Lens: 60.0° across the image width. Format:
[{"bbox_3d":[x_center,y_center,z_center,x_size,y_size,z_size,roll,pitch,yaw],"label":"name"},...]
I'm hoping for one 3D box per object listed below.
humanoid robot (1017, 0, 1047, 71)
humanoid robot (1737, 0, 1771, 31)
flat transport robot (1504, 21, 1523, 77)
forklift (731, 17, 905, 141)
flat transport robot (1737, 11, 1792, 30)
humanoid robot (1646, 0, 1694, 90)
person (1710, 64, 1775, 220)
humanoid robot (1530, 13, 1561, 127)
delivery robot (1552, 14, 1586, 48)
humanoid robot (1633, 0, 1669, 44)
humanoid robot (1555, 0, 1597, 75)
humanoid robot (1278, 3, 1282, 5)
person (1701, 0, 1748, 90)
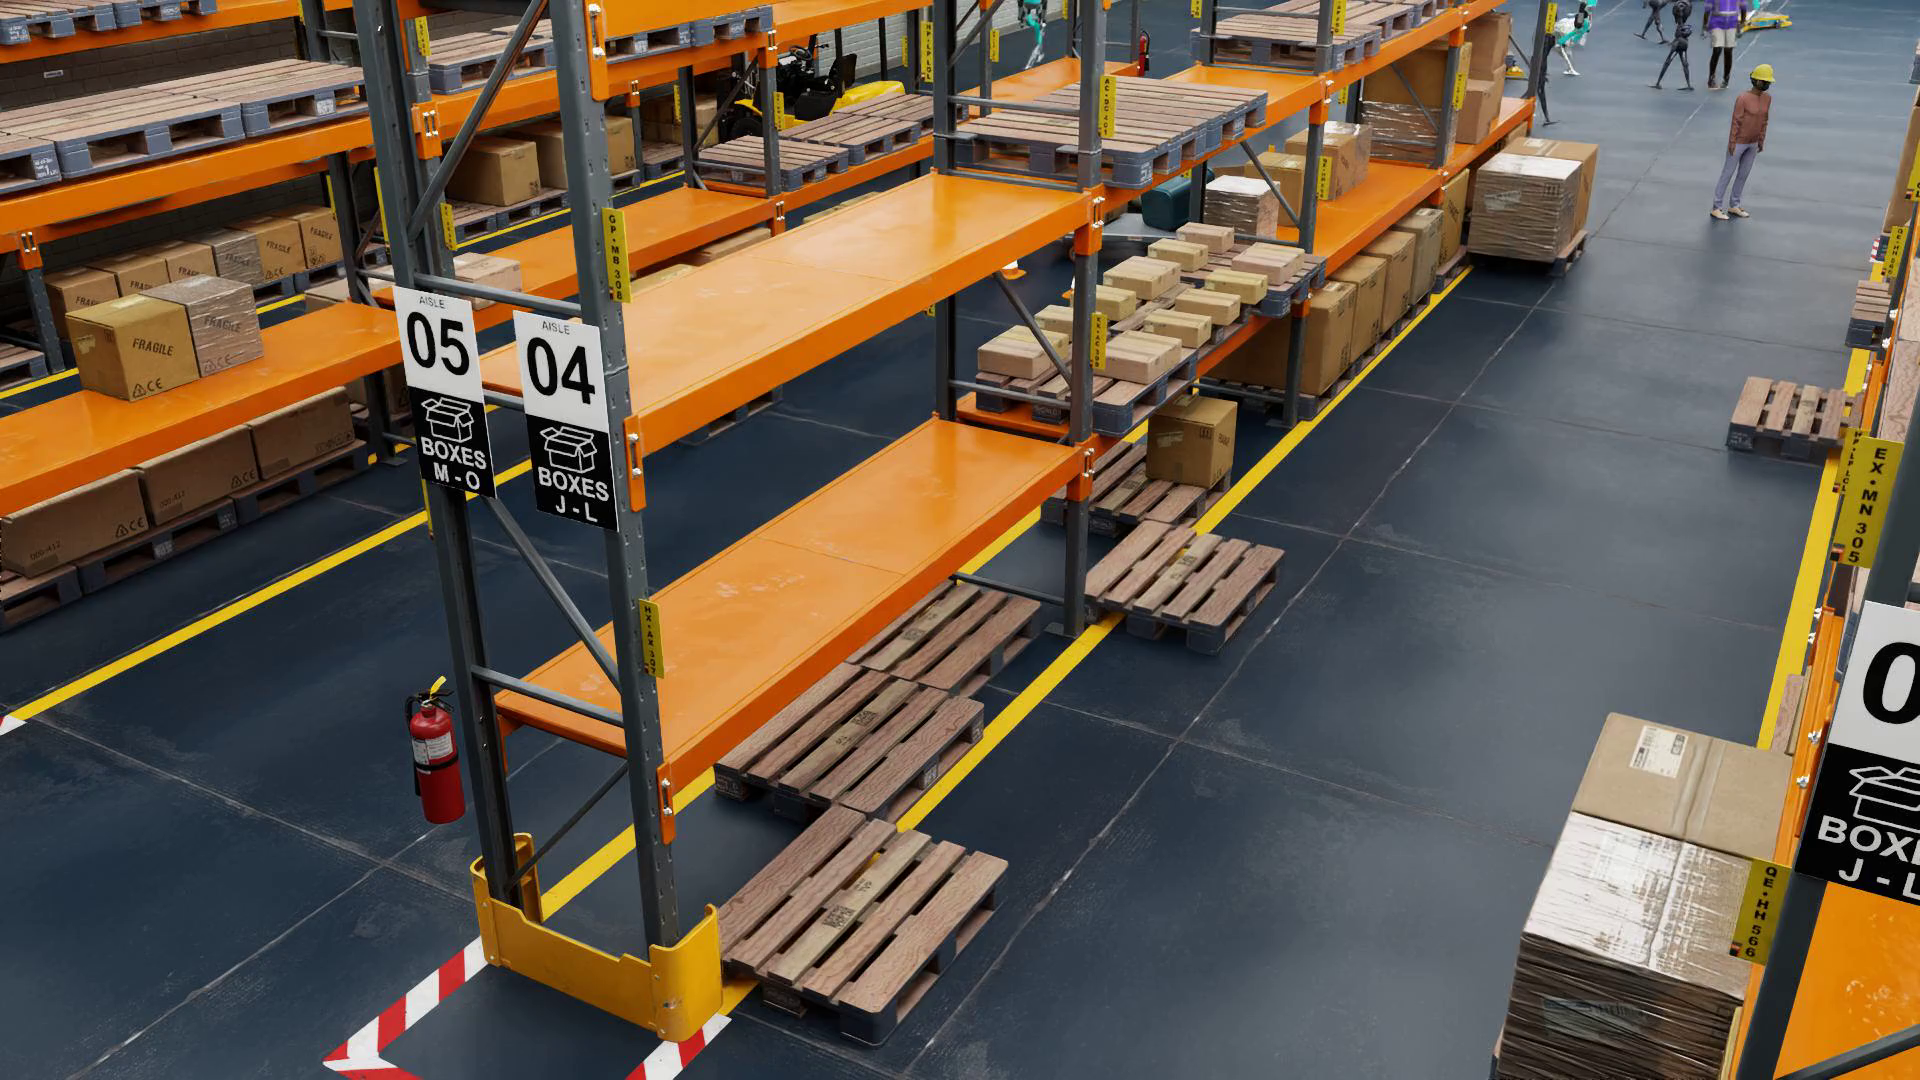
[{"bbox_3d":[1.322,-8.829,28.065,0.533,1.775,1.046,12,28,23],"label":"humanoid robot"},{"bbox_3d":[15.174,-10.519,31.558,0.975,1.742,0.568,-3,26,-6],"label":"humanoid robot"},{"bbox_3d":[8.578,-7.875,27.706,1.431,0.231,0.659,2,26,5],"label":"flat transport robot"},{"bbox_3d":[-1.819,-5.975,21.543,2.313,2.155,1.214,14,29,26],"label":"forklift"},{"bbox_3d":[15.375,-10.057,32.239,1.431,0.231,0.659,-13,28,-24],"label":"flat transport robot"},{"bbox_3d":[11.349,-7.945,26.259,0.728,1.624,0.602,12,28,24],"label":"humanoid robot"},{"bbox_3d":[9.052,-4.572,19.130,0.522,1.760,0.339,-10,28,-21],"label":"person"},{"bbox_3d":[8.274,-6.658,23.578,0.711,1.631,0.594,5,26,10],"label":"humanoid robot"},{"bbox_3d":[11.024,-9.238,30.213,0.779,0.598,0.499,-16,30,-29],"label":"delivery robot"},{"bbox_3d":[12.752,-9.925,30.396,0.601,1.624,0.779,-19,32,-34],"label":"humanoid robot"},{"bbox_3d":[10.105,-8.502,27.367,0.667,1.836,0.545,20,32,35],"label":"humanoid robot"},{"bbox_3d":[4.648,-6.933,24.128,0.593,1.647,0.336,19,31,34],"label":"humanoid robot"},{"bbox_3d":[12.056,-8.103,26.260,0.639,1.920,0.434,5,26,10],"label":"person"}]
